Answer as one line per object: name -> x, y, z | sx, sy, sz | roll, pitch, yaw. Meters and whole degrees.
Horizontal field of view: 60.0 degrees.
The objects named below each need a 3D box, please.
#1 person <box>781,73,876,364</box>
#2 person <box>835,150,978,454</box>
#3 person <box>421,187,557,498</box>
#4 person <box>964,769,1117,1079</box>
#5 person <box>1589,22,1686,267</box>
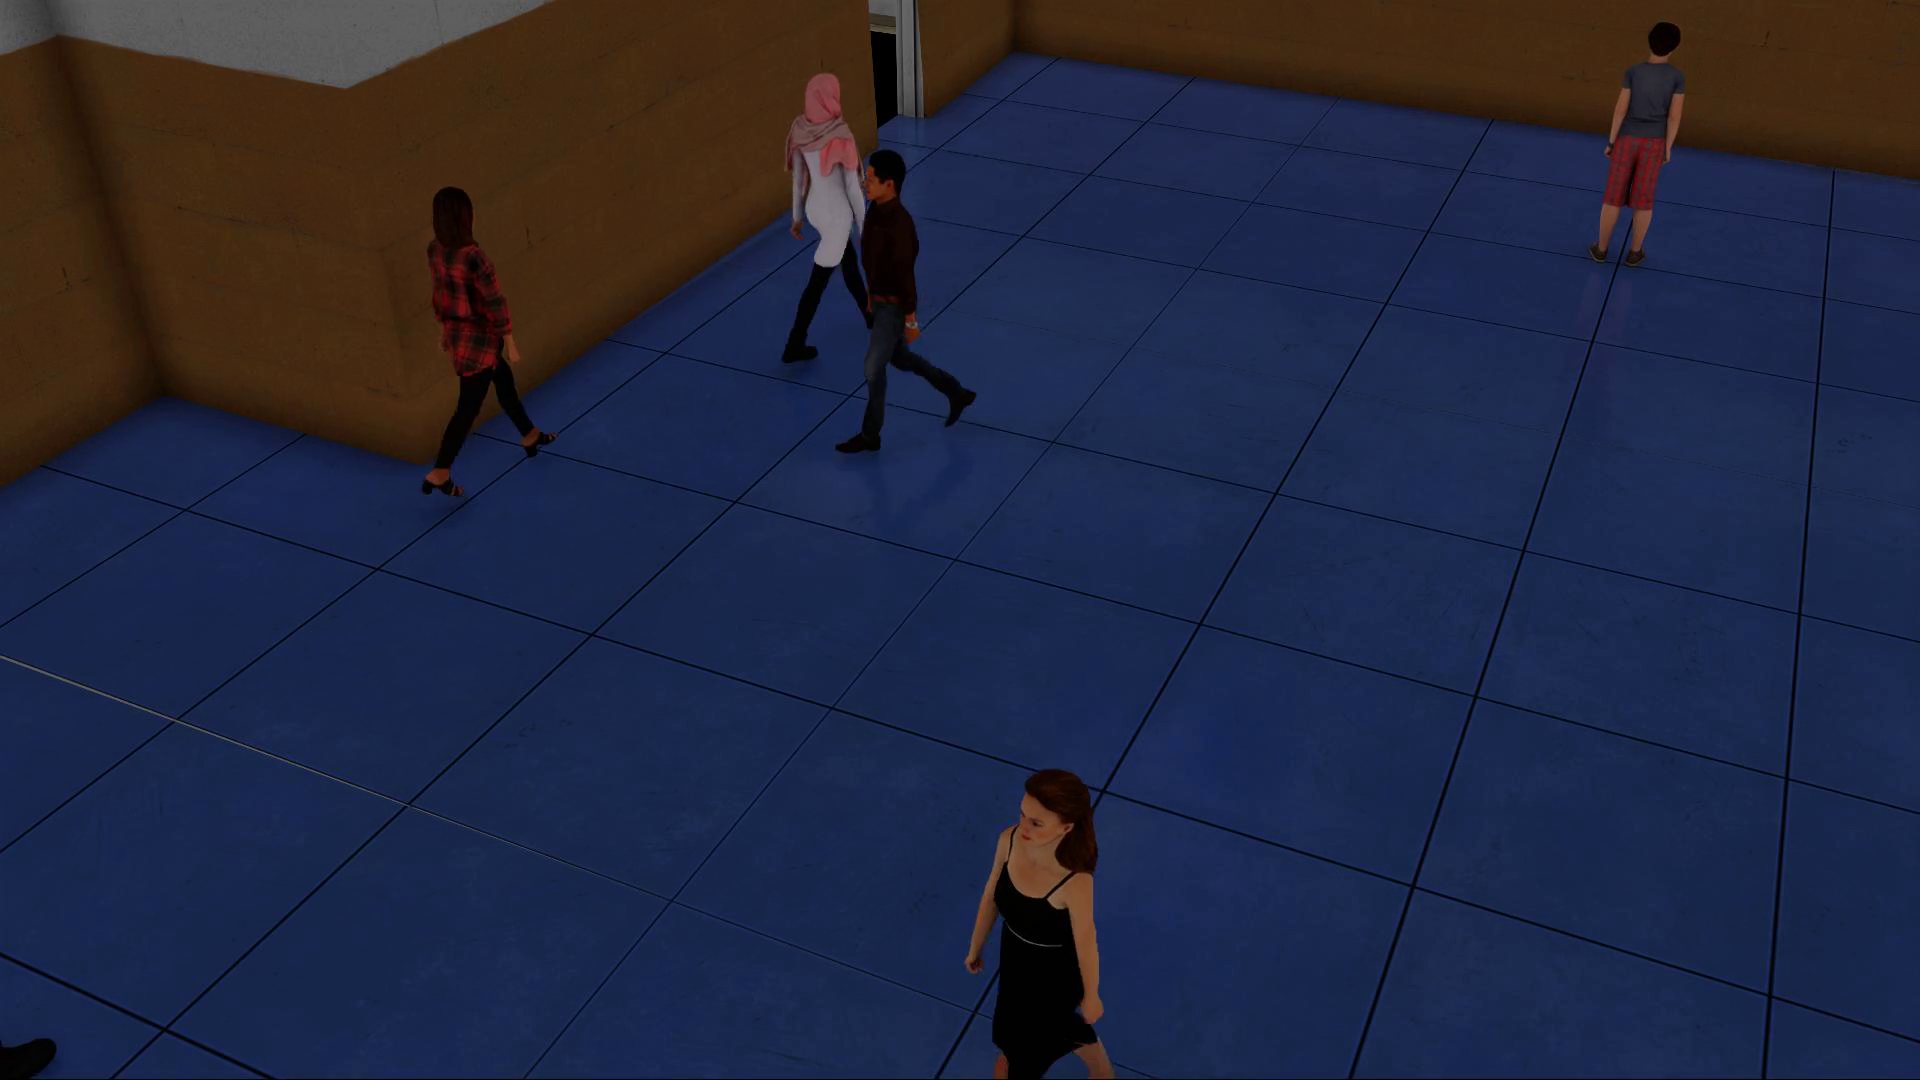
person -> -0.844, -1.872, 10.031 | 1.221, 1.748, 0.974 | 28, 43, 35
person -> -0.280, -1.275, 9.158 | 1.168, 1.721, 1.103 | -10, 35, -15
person -> -2.631, -0.986, 8.786 | 1.137, 1.651, 0.856 | 24, 40, 31
person -> 0.335, 1.353, 5.332 | 1.019, 1.581, 1.093 | -20, 38, -27
person -> 4.625, -2.682, 11.324 | 0.467, 1.650, 0.642 | 13, 36, 18
